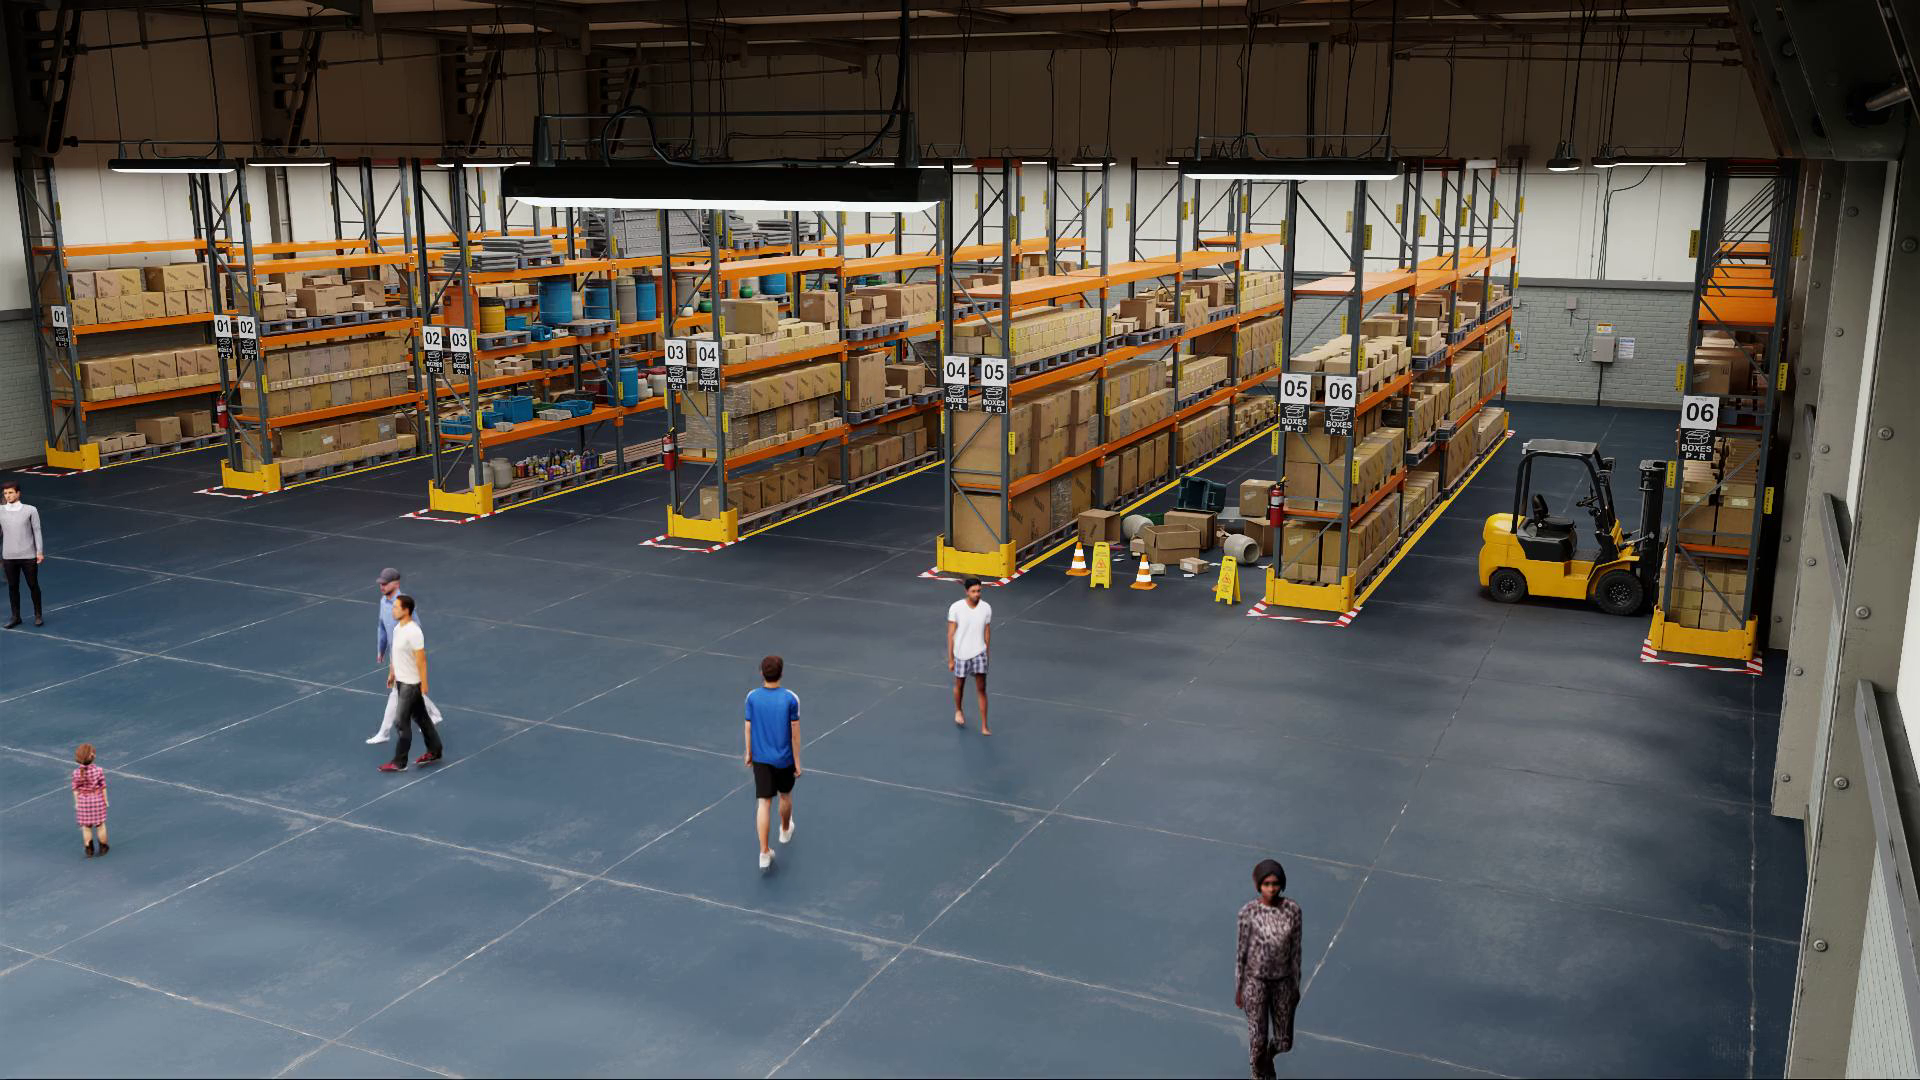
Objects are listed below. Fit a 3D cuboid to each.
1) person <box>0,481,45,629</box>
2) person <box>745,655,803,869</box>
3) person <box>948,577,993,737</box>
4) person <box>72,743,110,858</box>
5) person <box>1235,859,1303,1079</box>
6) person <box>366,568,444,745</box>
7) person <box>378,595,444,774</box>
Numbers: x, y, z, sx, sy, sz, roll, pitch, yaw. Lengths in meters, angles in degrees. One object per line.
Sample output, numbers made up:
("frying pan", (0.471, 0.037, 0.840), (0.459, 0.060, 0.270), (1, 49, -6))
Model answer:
("person", (-12.301, 0.172, 21.763), (0.832, 1.922, 0.857), (-3, 13, -13))
("person", (-1.642, 1.931, 14.389), (0.997, 1.820, 1.309), (1, 13, 3))
("person", (0.070, 1.220, 17.768), (1.078, 1.681, 1.231), (-2, 13, -10))
("person", (-7.651, 2.283, 14.643), (0.498, 1.021, 0.556), (-4, 14, -18))
("person", (1.971, 2.843, 10.713), (0.728, 1.703, 0.811), (0, 13, -1))
("person", (-5.795, 1.188, 17.544), (0.878, 1.844, 1.219), (11, 17, 40))
("person", (-5.424, 1.416, 16.706), (1.033, 1.779, 0.897), (-10, 16, -35))
